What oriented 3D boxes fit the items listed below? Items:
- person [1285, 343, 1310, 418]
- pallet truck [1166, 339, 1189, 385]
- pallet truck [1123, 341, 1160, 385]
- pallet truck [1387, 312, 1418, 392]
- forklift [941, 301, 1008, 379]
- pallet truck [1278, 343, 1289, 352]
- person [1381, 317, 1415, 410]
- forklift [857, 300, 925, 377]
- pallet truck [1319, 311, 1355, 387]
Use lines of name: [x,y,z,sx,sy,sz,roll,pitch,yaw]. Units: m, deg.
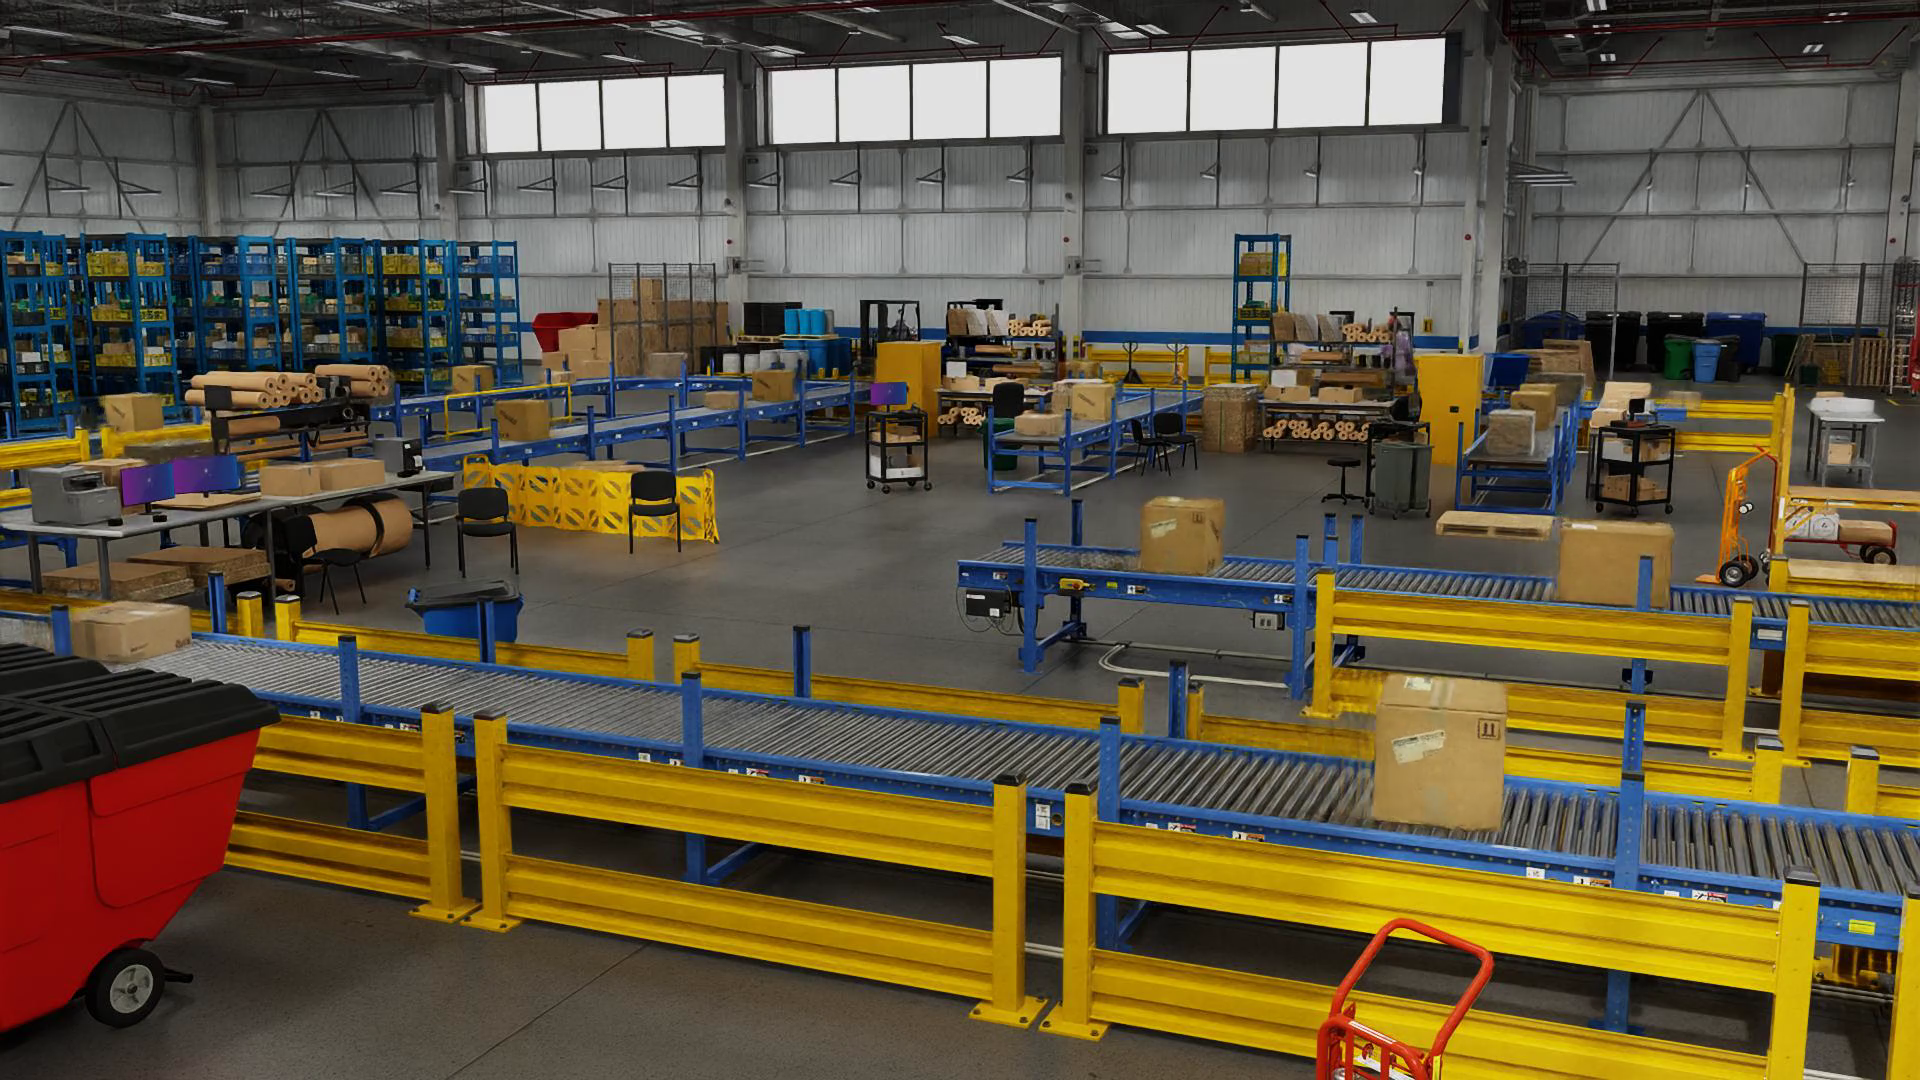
person: [6.412,-3.101,31.514,0.449,1.891,0.680,5,11,28]
pallet truck: [5.418,-4.269,40.420,0.704,1.261,1.522,3,10,20]
pallet truck: [4.445,-4.380,41.279,0.680,1.201,1.601,4,10,22]
pallet truck: [10.207,-4.283,38.369,0.823,1.965,1.885,3,10,20]
forklift: [0.365,-4.966,41.571,1.157,1.987,2.680,3,10,20]
pallet truck: [7.886,-4.163,39.743,0.653,1.274,1.630,4,10,22]
person: [8.882,-3.536,33.828,0.502,1.992,0.651,-9,13,-44]
forklift: [-1.732,-5.109,42.468,1.157,1.987,2.680,4,10,22]
pallet truck: [9.071,-4.419,39.190,0.823,1.965,1.885,5,10,26]
